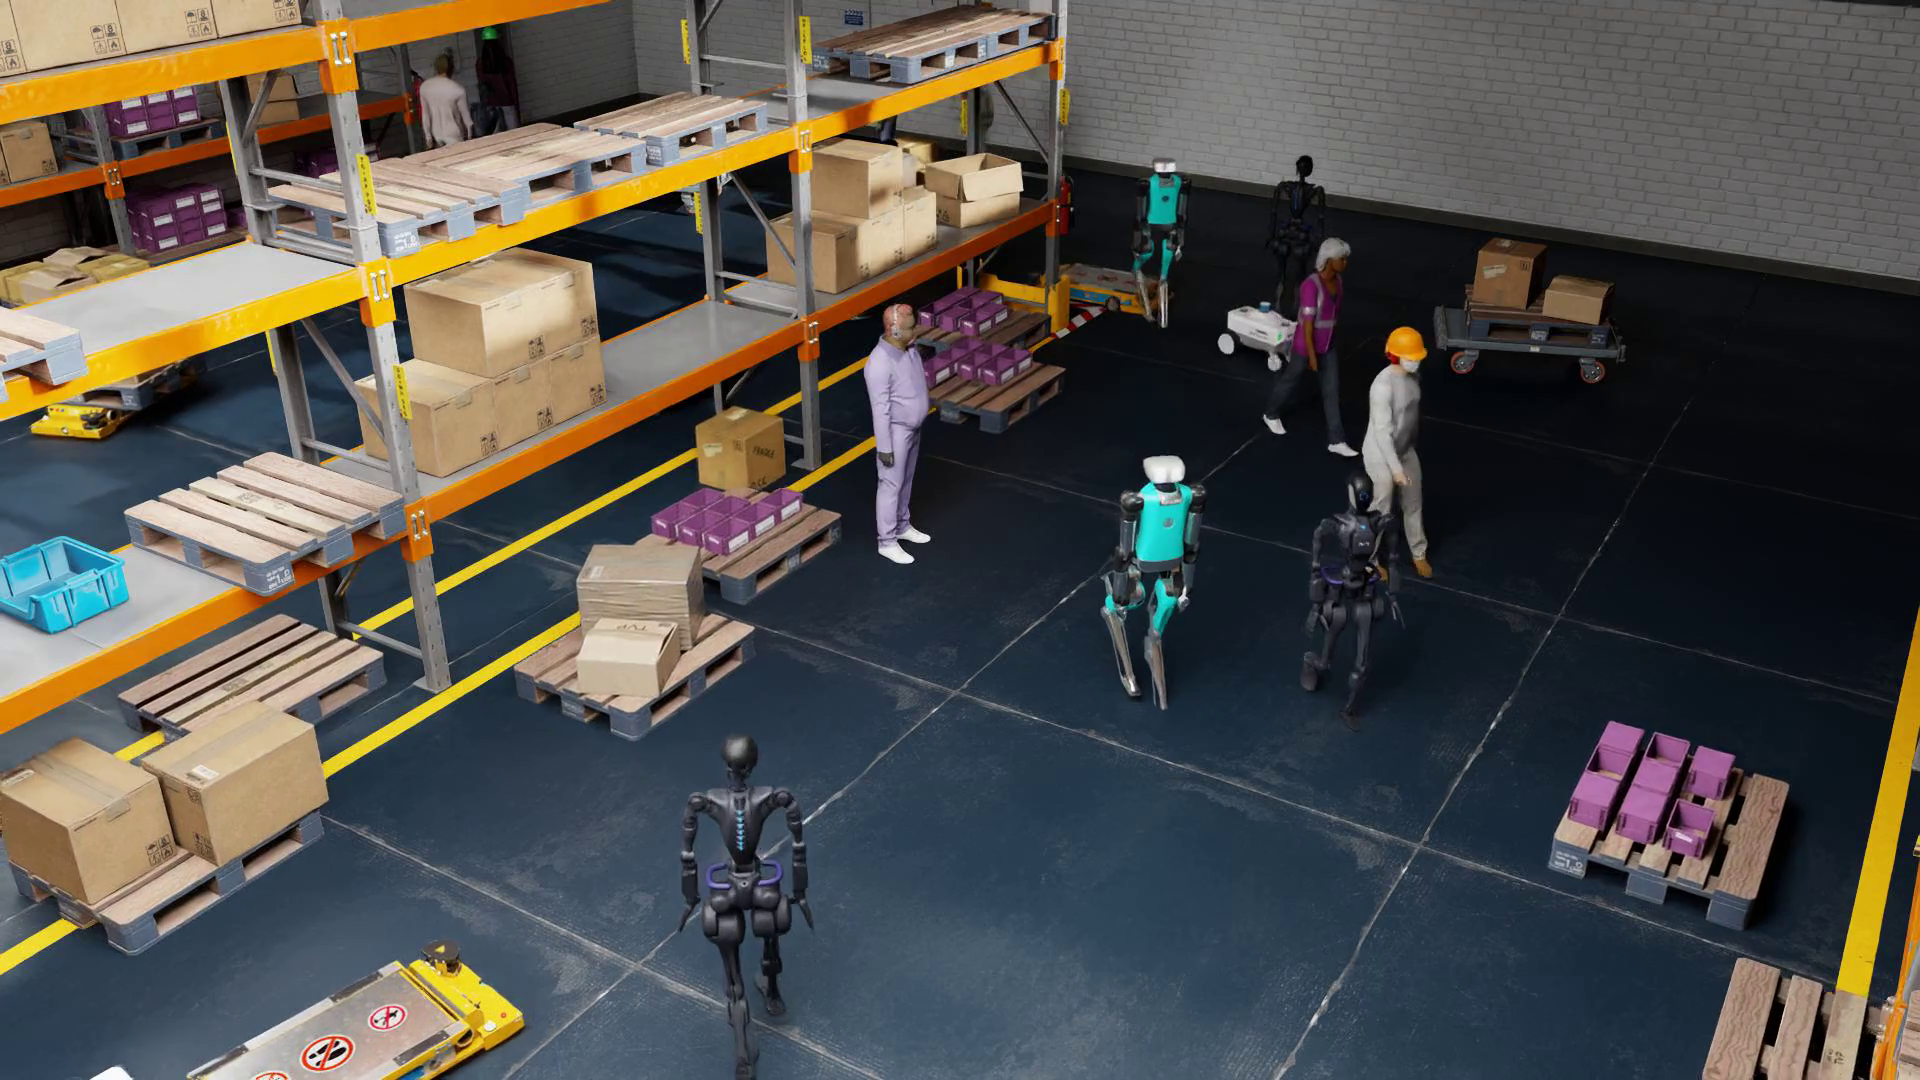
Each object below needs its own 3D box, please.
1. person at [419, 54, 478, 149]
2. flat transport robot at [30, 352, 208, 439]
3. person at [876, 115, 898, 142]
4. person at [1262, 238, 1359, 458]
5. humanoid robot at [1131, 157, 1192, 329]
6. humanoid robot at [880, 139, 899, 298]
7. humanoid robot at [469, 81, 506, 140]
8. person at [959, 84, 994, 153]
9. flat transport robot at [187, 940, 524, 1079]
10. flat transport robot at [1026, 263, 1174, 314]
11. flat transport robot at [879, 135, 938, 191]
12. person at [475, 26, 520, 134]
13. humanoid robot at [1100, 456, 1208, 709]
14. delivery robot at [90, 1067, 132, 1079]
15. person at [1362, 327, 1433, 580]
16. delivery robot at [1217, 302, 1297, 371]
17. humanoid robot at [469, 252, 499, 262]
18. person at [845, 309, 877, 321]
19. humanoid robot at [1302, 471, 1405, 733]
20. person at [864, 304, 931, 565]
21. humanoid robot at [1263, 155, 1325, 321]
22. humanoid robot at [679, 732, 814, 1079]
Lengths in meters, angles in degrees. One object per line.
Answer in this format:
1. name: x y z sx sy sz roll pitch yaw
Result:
1. person: -6.060 -4.852 19.937 0.636 1.913 0.632 12 29 23
2. flat transport robot: -7.449 -1.265 14.692 0.659 0.231 1.431 5 27 9
3. person: -0.945 -5.338 21.204 0.283 1.633 0.499 8 28 15
4. person: 2.931 -1.620 13.707 0.511 1.790 1.016 -16 31 -29
5. humanoid robot: 1.921 -2.931 16.396 0.537 1.806 0.780 -3 27 -6
6. humanoid robot: -0.787 -3.307 17.172 0.366 1.643 0.601 -16 31 -29
7. humanoid robot: -5.658 -4.594 19.749 0.594 1.657 0.658 16 31 28
8. person: 0.110 -5.065 20.468 0.641 1.819 0.651 -1 27 -2
9. flat transport robot: -2.778 2.362 7.544 0.659 0.231 1.431 23 35 38
10. flat transport robot: 1.457 -2.640 17.400 1.431 0.231 0.659 16 31 28
11. flat transport robot: -0.560 -3.799 19.684 1.431 0.231 0.659 22 34 36
12. person: -5.910 -5.589 21.363 0.488 1.945 0.431 -6 28 -12
13. humanoid robot: 1.106 0.236 10.144 0.536 1.799 0.778 -8 28 -15
14. delivery robot: -3.738 2.553 6.863 0.499 0.606 0.809 21 34 36
15. person: 3.086 -0.582 11.573 0.586 1.875 0.542 -21 34 -36
16. delivery robot: 2.854 -1.952 15.745 0.499 0.609 0.813 -20 33 -34
17. humanoid robot: -3.673 -1.516 13.699 0.549 1.903 0.720 3 27 7
18. person: -1.110 -3.013 16.539 0.641 1.707 0.612 -19 33 -33
19. humanoid robot: 2.363 0.329 10.013 0.600 1.640 0.541 -3 27 -7
20. person: -0.417 -0.774 11.916 0.406 1.905 0.650 9 28 17
21. humanoid robot: 3.315 -3.003 16.569 0.600 1.646 0.334 12 29 22
22. humanoid robot: -0.970 1.616 7.506 0.613 1.631 0.703 -4 27 -7
